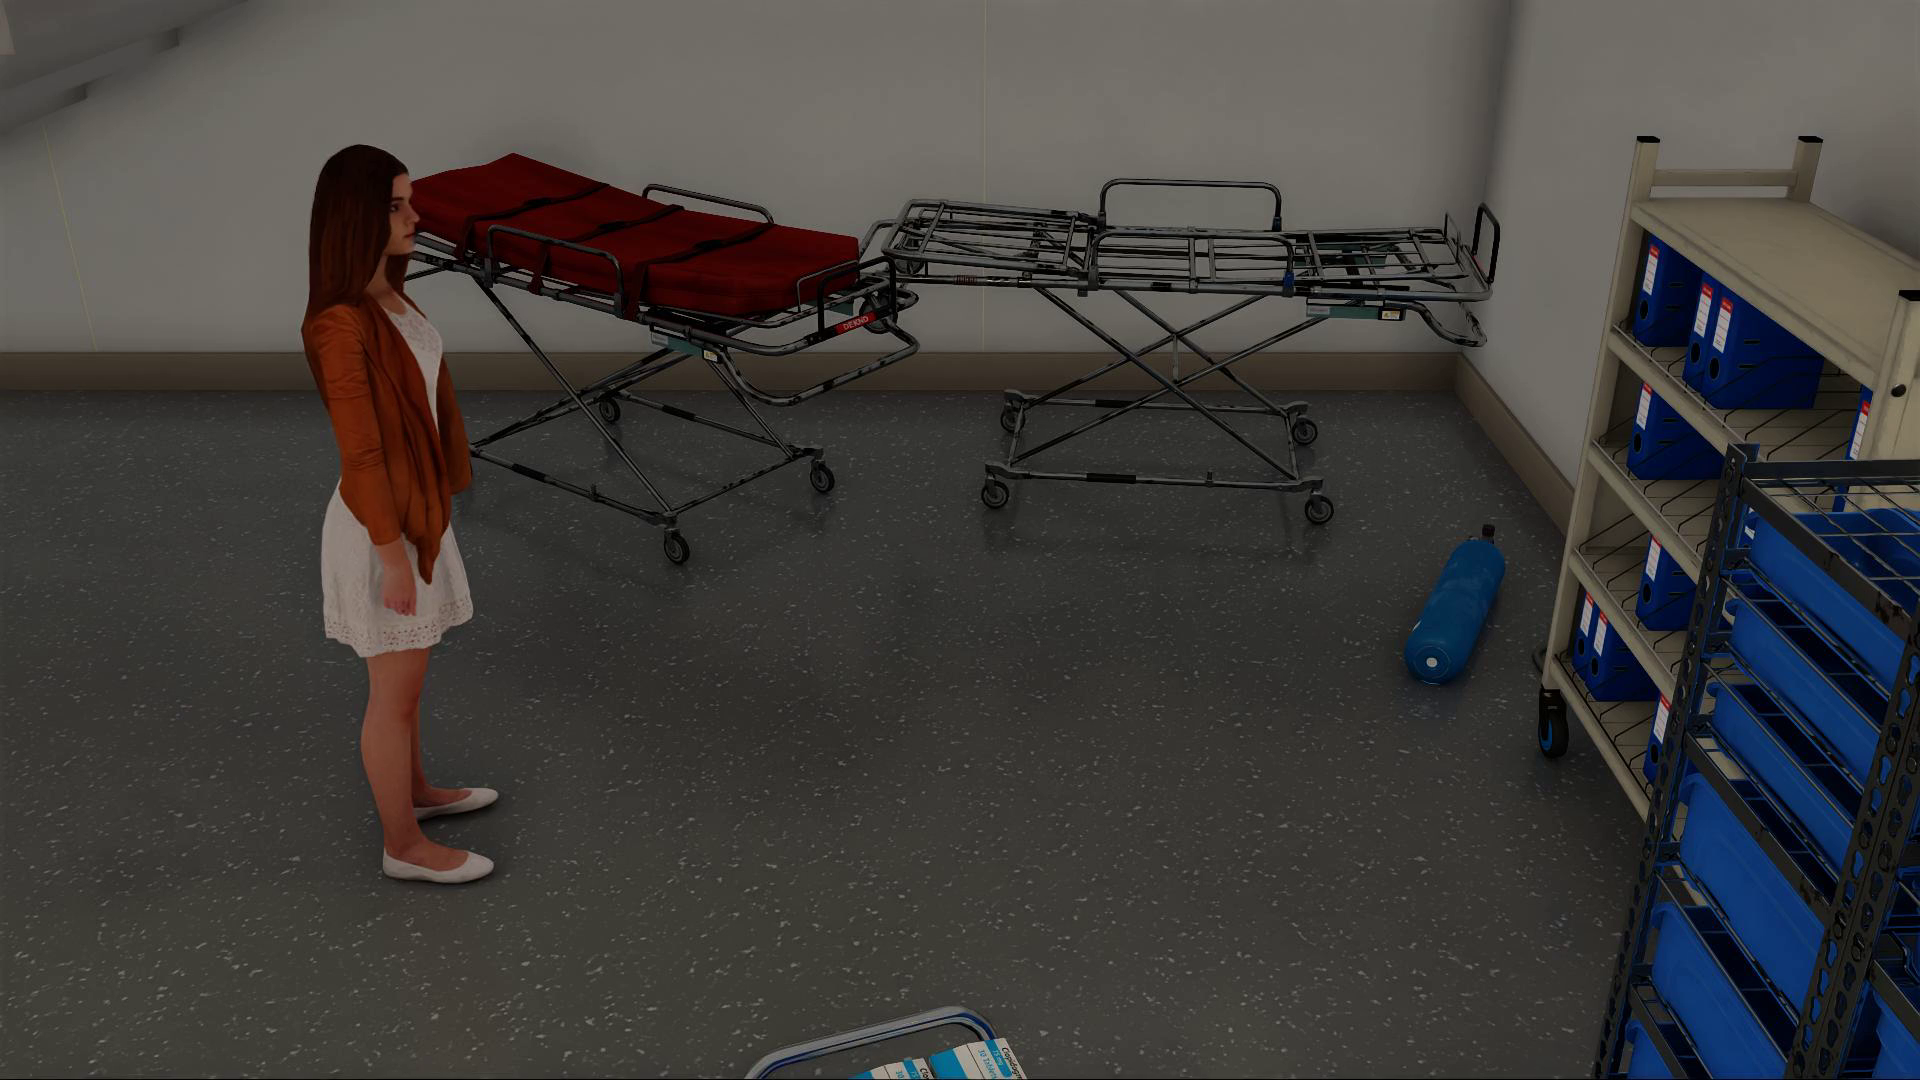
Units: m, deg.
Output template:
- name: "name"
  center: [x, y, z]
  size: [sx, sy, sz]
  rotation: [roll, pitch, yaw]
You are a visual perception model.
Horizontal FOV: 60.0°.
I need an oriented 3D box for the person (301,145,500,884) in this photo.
- name: "person"
  center: [-1.297, -0.032, 3.764]
  size: [0.628, 1.716, 0.668]
  rotation: [-5, 26, -10]
